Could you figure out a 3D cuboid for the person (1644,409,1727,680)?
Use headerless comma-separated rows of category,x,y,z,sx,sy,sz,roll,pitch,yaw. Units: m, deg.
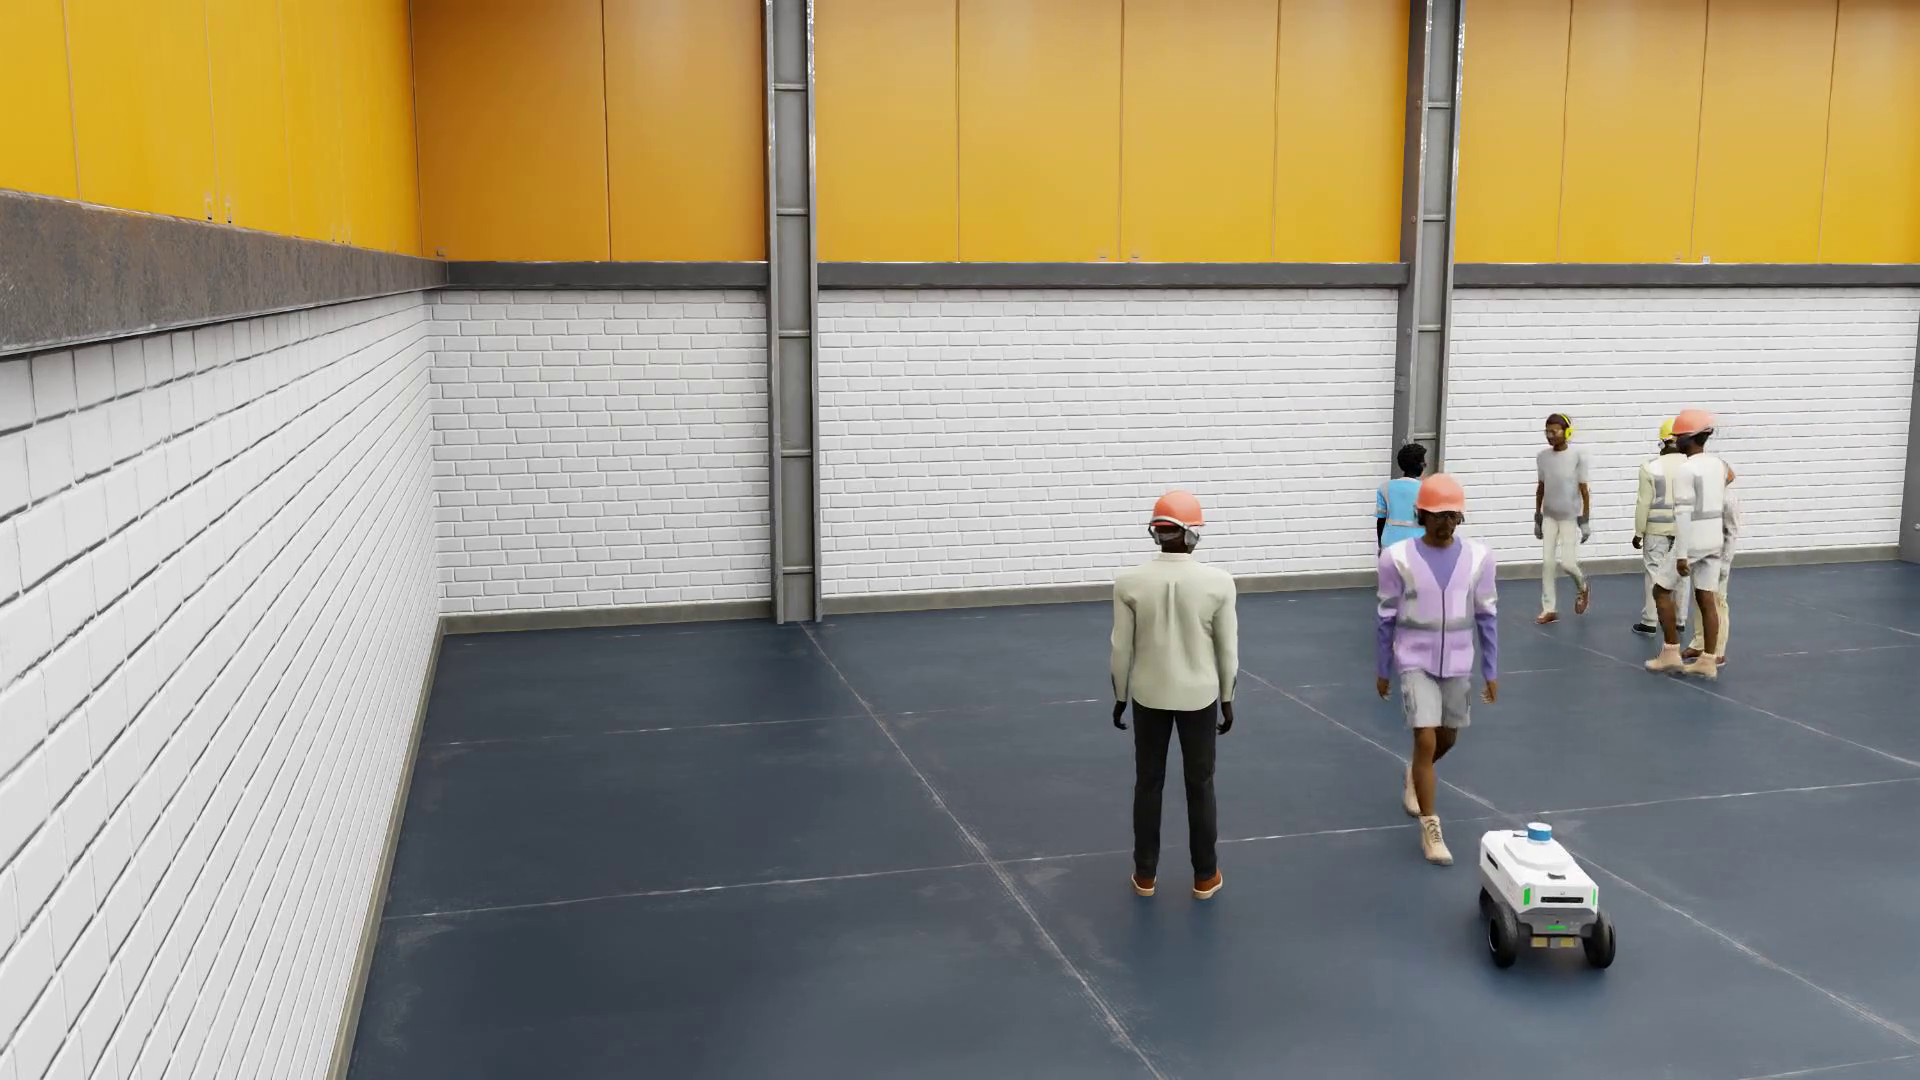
person,5.457,0.033,12.489,0.613,2.014,0.673,-5,11,-31

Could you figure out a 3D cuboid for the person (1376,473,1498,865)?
person,2.505,0.625,8.832,0.619,2.016,0.944,0,9,1

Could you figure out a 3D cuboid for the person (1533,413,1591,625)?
person,5.247,-0.185,14.377,0.553,1.848,0.546,-7,12,-39

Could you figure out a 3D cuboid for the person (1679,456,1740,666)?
person,5.797,0.164,12.866,0.279,1.633,0.499,-2,9,-10

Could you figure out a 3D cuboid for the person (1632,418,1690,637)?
person,5.906,-0.100,13.895,0.590,1.833,0.403,-1,9,-5

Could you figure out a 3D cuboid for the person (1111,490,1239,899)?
person,1.041,0.753,8.082,0.610,1.989,0.392,2,9,12

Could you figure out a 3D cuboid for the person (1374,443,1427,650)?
person,3.549,0.077,13.205,0.540,1.697,0.317,8,12,40

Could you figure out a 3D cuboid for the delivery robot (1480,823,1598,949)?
delivery robot,2.595,1.517,7.481,0.477,0.478,0.707,0,9,2
